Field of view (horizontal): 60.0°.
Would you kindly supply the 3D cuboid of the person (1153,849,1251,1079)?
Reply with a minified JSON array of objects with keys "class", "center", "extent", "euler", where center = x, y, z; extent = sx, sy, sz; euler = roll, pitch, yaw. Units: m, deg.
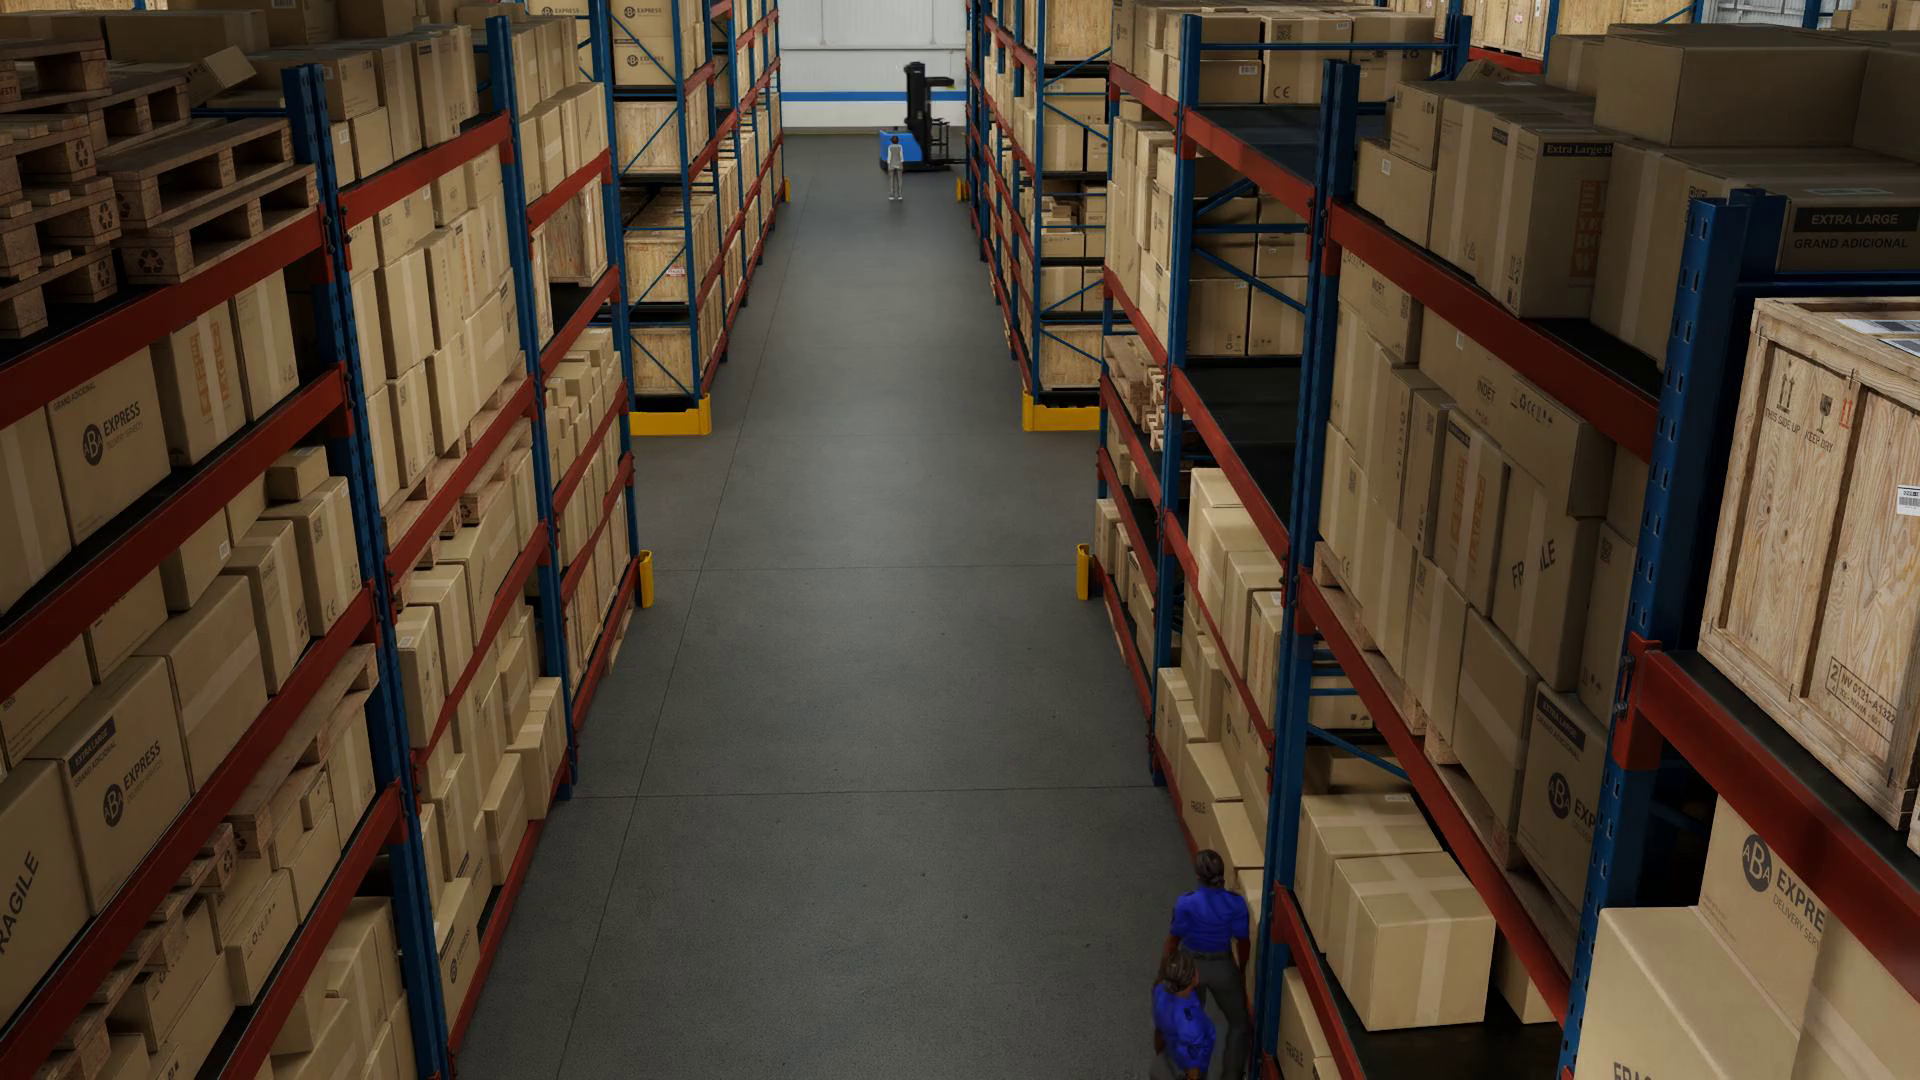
[{"class":"person","center":[1.440,2.591,9.703],"extent":[0.604,1.652,0.571],"euler":[1,20,2]}]

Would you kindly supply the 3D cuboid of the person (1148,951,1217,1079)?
[{"class":"person","center":[1.176,2.917,8.841],"extent":[0.339,1.681,0.503],"euler":[-5,21,-12]}]

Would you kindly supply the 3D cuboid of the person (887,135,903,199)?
[{"class":"person","center":[-1.629,-9.396,41.910],"extent":[0.411,1.602,0.329],"euler":[-2,21,-5]}]

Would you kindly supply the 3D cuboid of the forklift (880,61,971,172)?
[{"class":"forklift","center":[-0.718,-11.906,46.743],"extent":[3.031,2.941,1.121],"euler":[-4,21,-11]}]
